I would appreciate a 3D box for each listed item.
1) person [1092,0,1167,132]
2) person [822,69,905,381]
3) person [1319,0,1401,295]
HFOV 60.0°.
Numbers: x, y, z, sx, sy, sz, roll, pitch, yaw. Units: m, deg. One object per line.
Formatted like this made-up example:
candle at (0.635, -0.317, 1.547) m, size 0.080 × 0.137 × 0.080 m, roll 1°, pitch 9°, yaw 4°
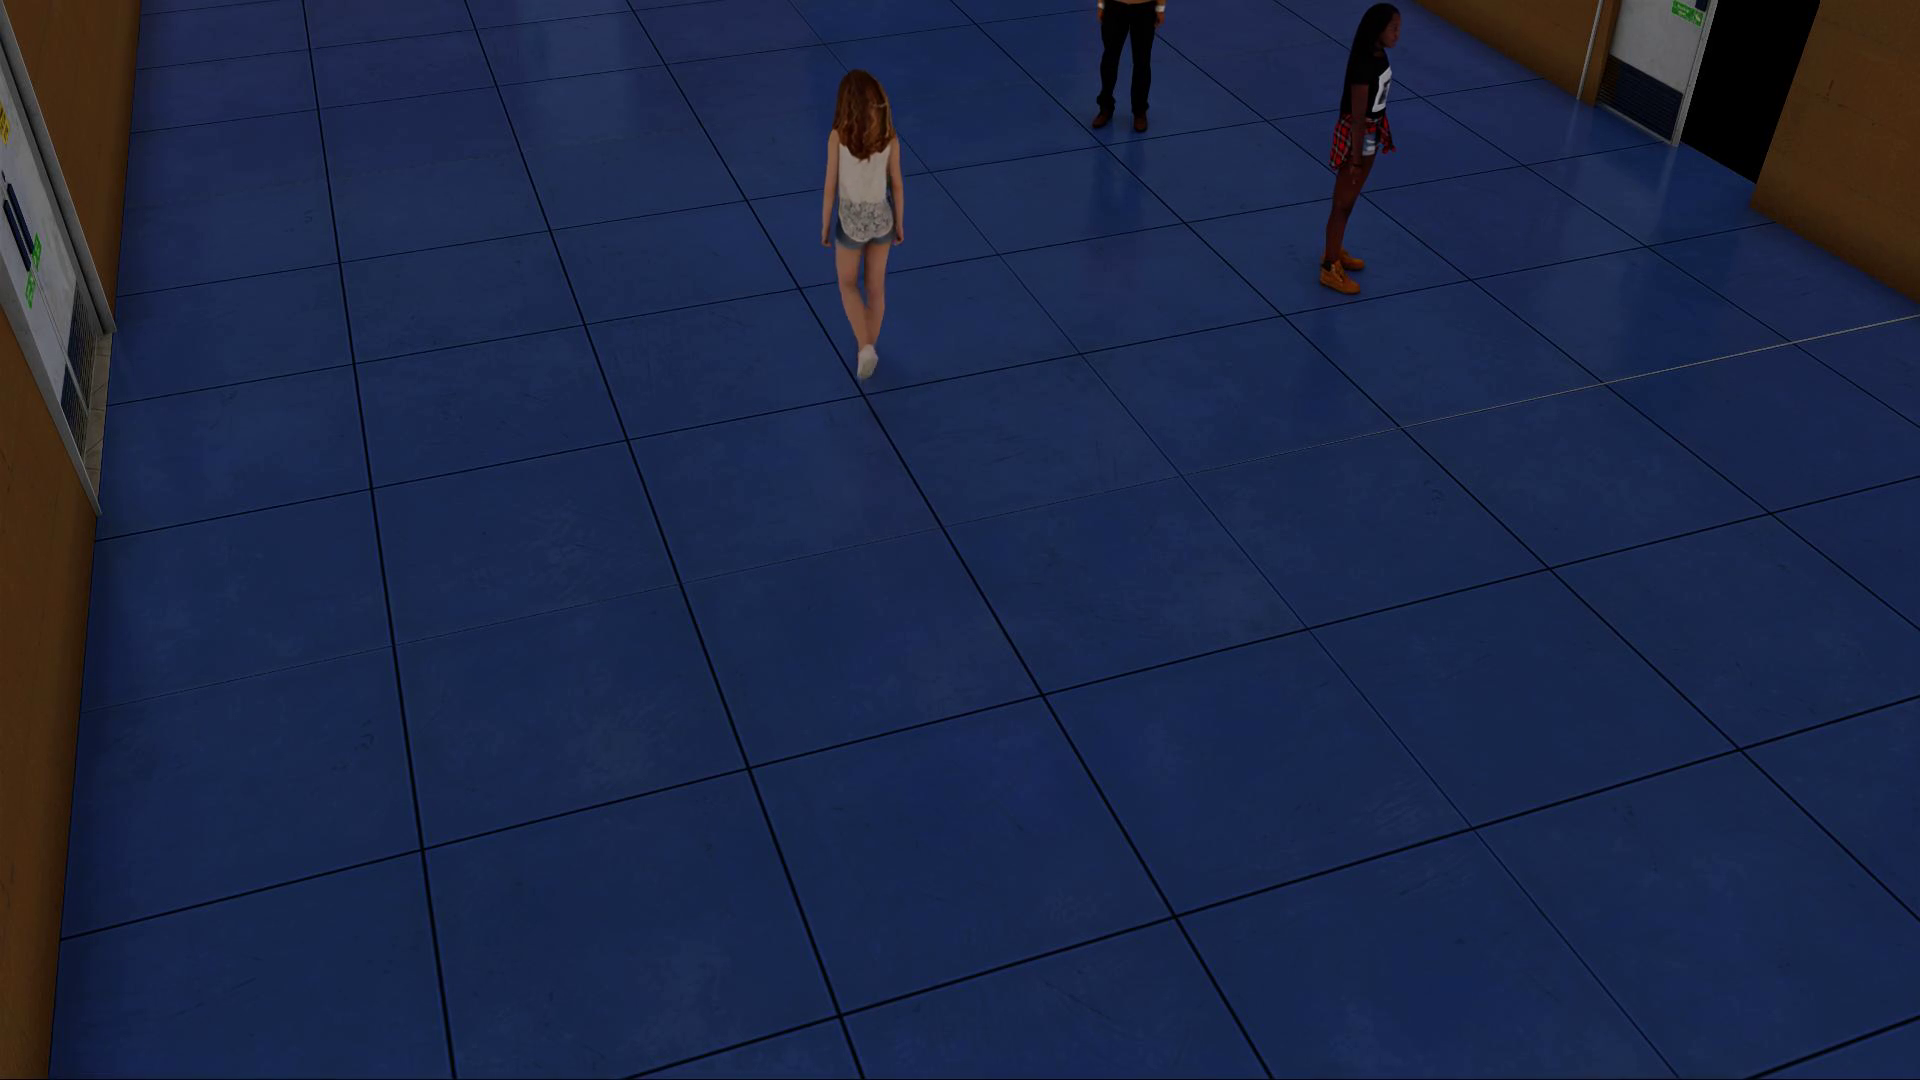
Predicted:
person at (1.223, -3.827, 11.902) m, size 0.707 × 1.754 × 0.815 m, roll 7°, pitch 37°, yaw 9°
person at (-0.501, -1.627, 8.982) m, size 0.802 × 1.741 × 0.741 m, roll -7°, pitch 37°, yaw -9°
person at (2.377, -2.356, 9.966) m, size 0.775 × 1.726 × 0.726 m, roll 12°, pitch 39°, yaw 15°
